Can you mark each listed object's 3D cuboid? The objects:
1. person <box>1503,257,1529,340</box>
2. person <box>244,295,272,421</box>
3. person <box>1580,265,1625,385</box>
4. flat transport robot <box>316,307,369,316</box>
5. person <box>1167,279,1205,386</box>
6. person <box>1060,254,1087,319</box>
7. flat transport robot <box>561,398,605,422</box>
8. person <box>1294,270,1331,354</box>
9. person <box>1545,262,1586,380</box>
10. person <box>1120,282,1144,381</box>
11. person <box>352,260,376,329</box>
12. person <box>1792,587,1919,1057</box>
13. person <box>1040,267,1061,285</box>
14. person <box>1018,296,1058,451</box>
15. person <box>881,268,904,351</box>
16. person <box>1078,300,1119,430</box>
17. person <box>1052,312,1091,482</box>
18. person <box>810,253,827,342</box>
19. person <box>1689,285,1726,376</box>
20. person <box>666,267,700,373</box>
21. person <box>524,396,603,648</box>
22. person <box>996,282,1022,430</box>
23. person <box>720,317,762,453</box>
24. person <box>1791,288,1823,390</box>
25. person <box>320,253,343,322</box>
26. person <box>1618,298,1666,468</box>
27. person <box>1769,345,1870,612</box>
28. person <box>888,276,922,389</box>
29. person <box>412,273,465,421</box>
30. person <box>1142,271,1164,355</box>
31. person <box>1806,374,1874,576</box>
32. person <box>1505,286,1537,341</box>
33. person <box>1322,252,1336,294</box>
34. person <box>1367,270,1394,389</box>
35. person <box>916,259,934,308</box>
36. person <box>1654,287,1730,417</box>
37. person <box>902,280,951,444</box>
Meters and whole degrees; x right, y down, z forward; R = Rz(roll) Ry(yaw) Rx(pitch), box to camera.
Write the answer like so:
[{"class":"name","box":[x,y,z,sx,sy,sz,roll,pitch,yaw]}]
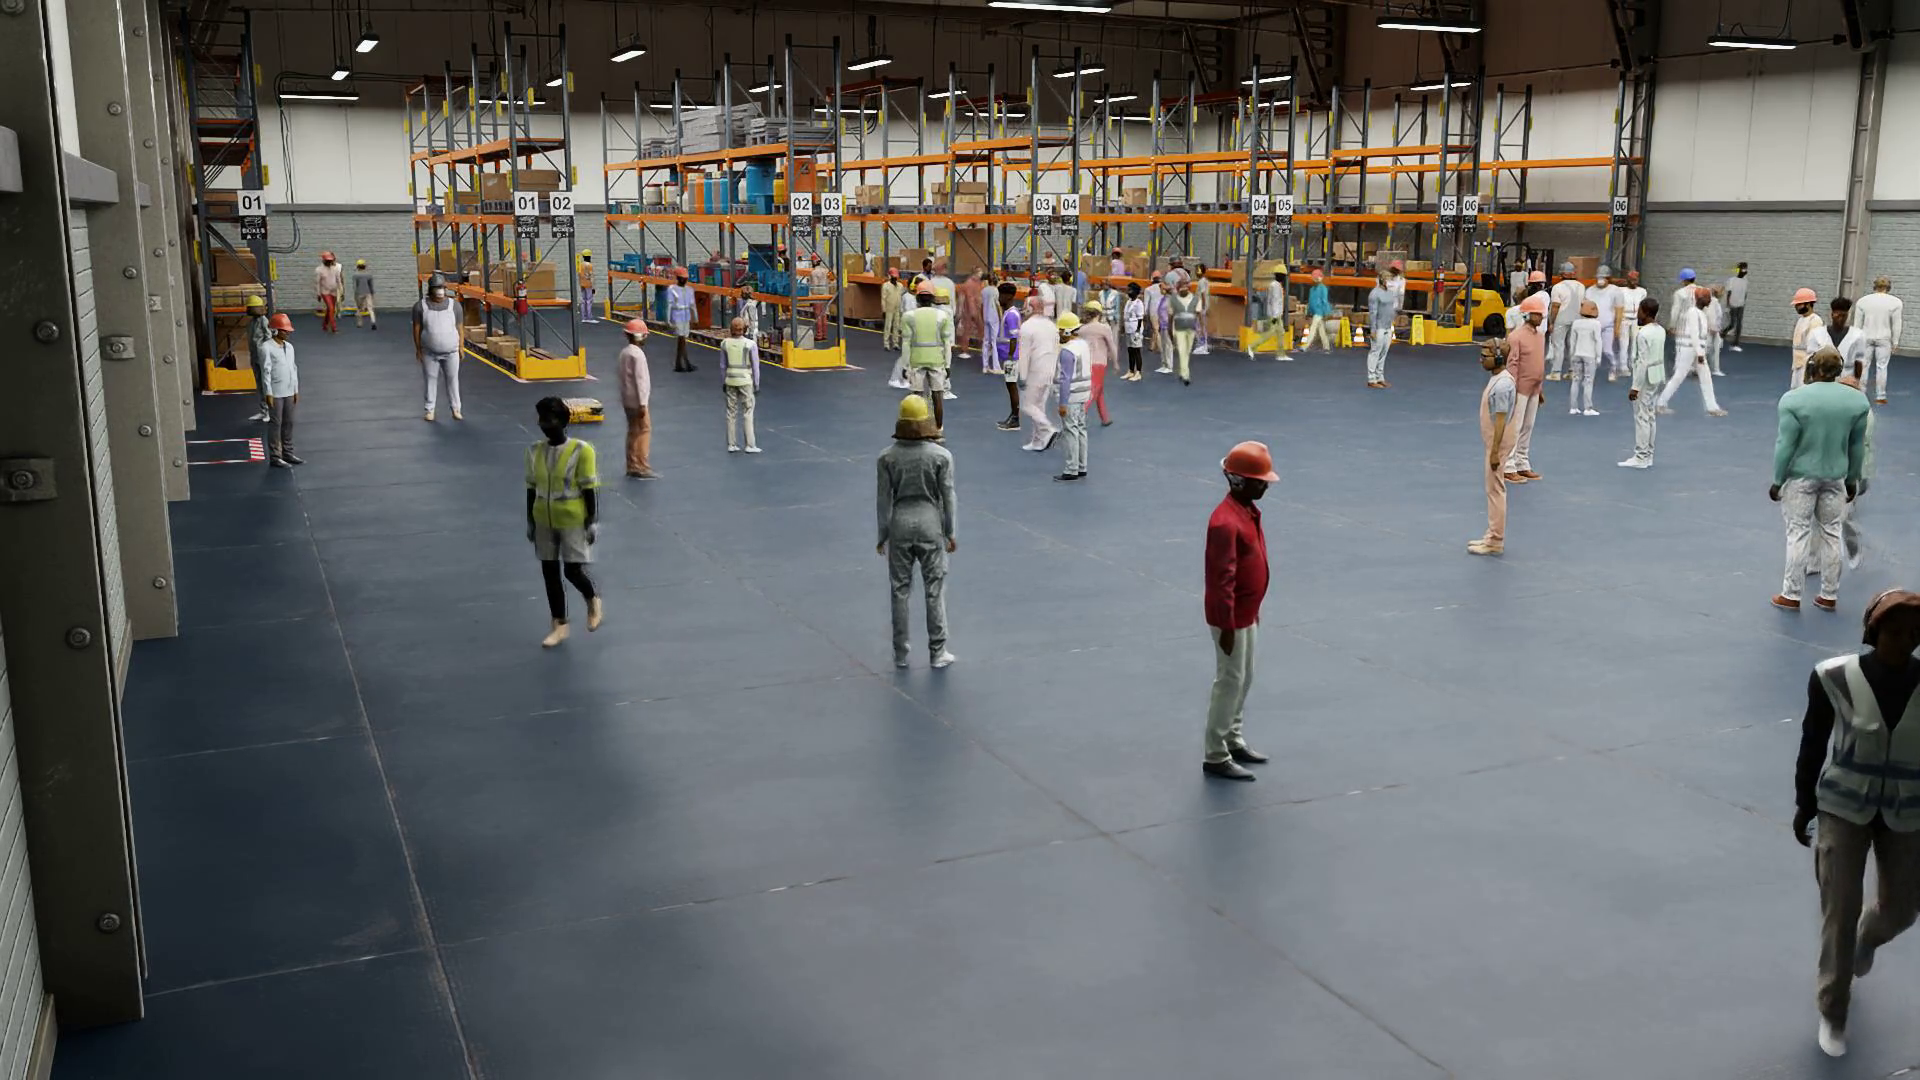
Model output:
[{"class":"person","box":[12.587,-5.438,37.594,0.316,1.874,0.532,-7,13,-33]},{"class":"person","box":[-9.718,-2.519,23.093,0.487,1.743,0.312,9,14,37]},{"class":"person","box":[10.709,-3.601,27.833,0.698,2.000,0.629,11,15,44]},{"class":"flat transport robot","box":[-17.267,-6.405,46.594,1.431,0.197,0.652,-4,12,-20]},{"class":"person","box":[3.782,-3.508,28.039,0.578,1.774,1.016,-1,11,-7]},{"class":"person","box":[2.340,-4.963,34.786,0.655,2.024,0.480,-5,12,-22]},{"class":"flat transport robot","box":[-5.416,-1.842,23.406,0.652,0.197,1.431,-4,12,-18]},{"class":"person","box":[7.227,-4.636,33.925,0.906,1.703,0.590,-3,12,-15]},{"class":"person","box":[10.427,-3.785,28.765,0.686,2.000,0.535,-4,12,-20]},{"class":"person","box":[2.976,-3.579,28.596,0.318,1.697,0.534,-4,12,-20]},{"class":"person","box":[-14.802,-6.101,41.354,0.535,1.729,0.886,-10,15,-40]},{"class":"person","box":[3.200,0.944,5.826,0.527,1.630,0.641,4,12,22]},{"class":"person","box":[2.019,-5.297,37.366,0.544,1.669,0.693,-1,11,-4]},{"class":"person","box":[0.975,-1.976,19.987,0.561,1.884,0.676,9,14,37]},{"class":"person","box":[-1.384,-4.806,34.765,0.582,1.733,0.421,-9,14,-39]},{"class":"person","box":[1.766,-2.345,22.274,0.532,1.712,0.912,10,15,42]},{"class":"person","box":[1.194,-1.532,17.883,0.405,1.825,0.595,5,12,24]},{"class":"person","box":[-3.173,-5.406,37.116,0.379,1.996,0.611,4,12,21]},{"class":"person","box":[13.288,-3.715,29.471,0.570,1.620,0.525,9,14,38]},{"class":"person","box":[-4.940,-3.963,30.015,0.901,1.900,0.574,11,15,43]},{"class":"person","box":[-2.640,-0.127,11.082,0.543,1.679,0.431,4,12,19]},{"class":"person","box":[0.655,-2.442,22.130,0.362,1.963,0.613,0,11,2]},{"class":"person","box":[-2.641,-1.858,20.002,0.523,1.636,0.310,5,12,22]},{"class":"person","box":[10.731,-2.236,21.199,0.384,1.926,0.550,1,11,6]},{"class":"person","box":[-16.654,-6.699,44.095,0.562,1.828,0.635,-3,12,-15]},{"class":"person","box":[7.782,-1.778,18.878,0.389,1.919,0.592,9,14,38]},{"class":"person","box":[6.177,-0.436,12.005,0.635,1.937,0.355,0,11,2]},{"class":"person","box":[-0.900,-3.408,27.353,0.536,1.848,0.745,1,11,7]},{"class":"person","box":[-7.241,-2.683,23.165,0.689,2.000,0.539,-4,12,-21]},{"class":"person","box":[4.009,-4.651,34.079,0.627,1.684,0.918,-6,12,-27]},{"class":"person","box":[6.935,-0.508,13.155,0.466,1.623,0.543,-9,14,-38]},{"class":"person","box":[7.978,-2.699,23.751,0.517,1.842,0.326,-3,12,-16]},{"class":"person","box":[9.731,-6.682,43.985,0.368,1.856,0.532,5,12,25]},{"class":"person","box":[6.936,-3.459,27.367,0.357,1.938,0.638,11,15,43]},{"class":"person","box":[-0.737,-5.022,35.402,0.393,1.911,0.584,6,13,27]},{"class":"person","box":[10.416,-2.661,23.623,1.002,1.836,0.578,10,15,41]},{"class":"person","box":[-0.423,-2.212,20.771,0.615,2.038,0.395,-1,11,-5]}]
